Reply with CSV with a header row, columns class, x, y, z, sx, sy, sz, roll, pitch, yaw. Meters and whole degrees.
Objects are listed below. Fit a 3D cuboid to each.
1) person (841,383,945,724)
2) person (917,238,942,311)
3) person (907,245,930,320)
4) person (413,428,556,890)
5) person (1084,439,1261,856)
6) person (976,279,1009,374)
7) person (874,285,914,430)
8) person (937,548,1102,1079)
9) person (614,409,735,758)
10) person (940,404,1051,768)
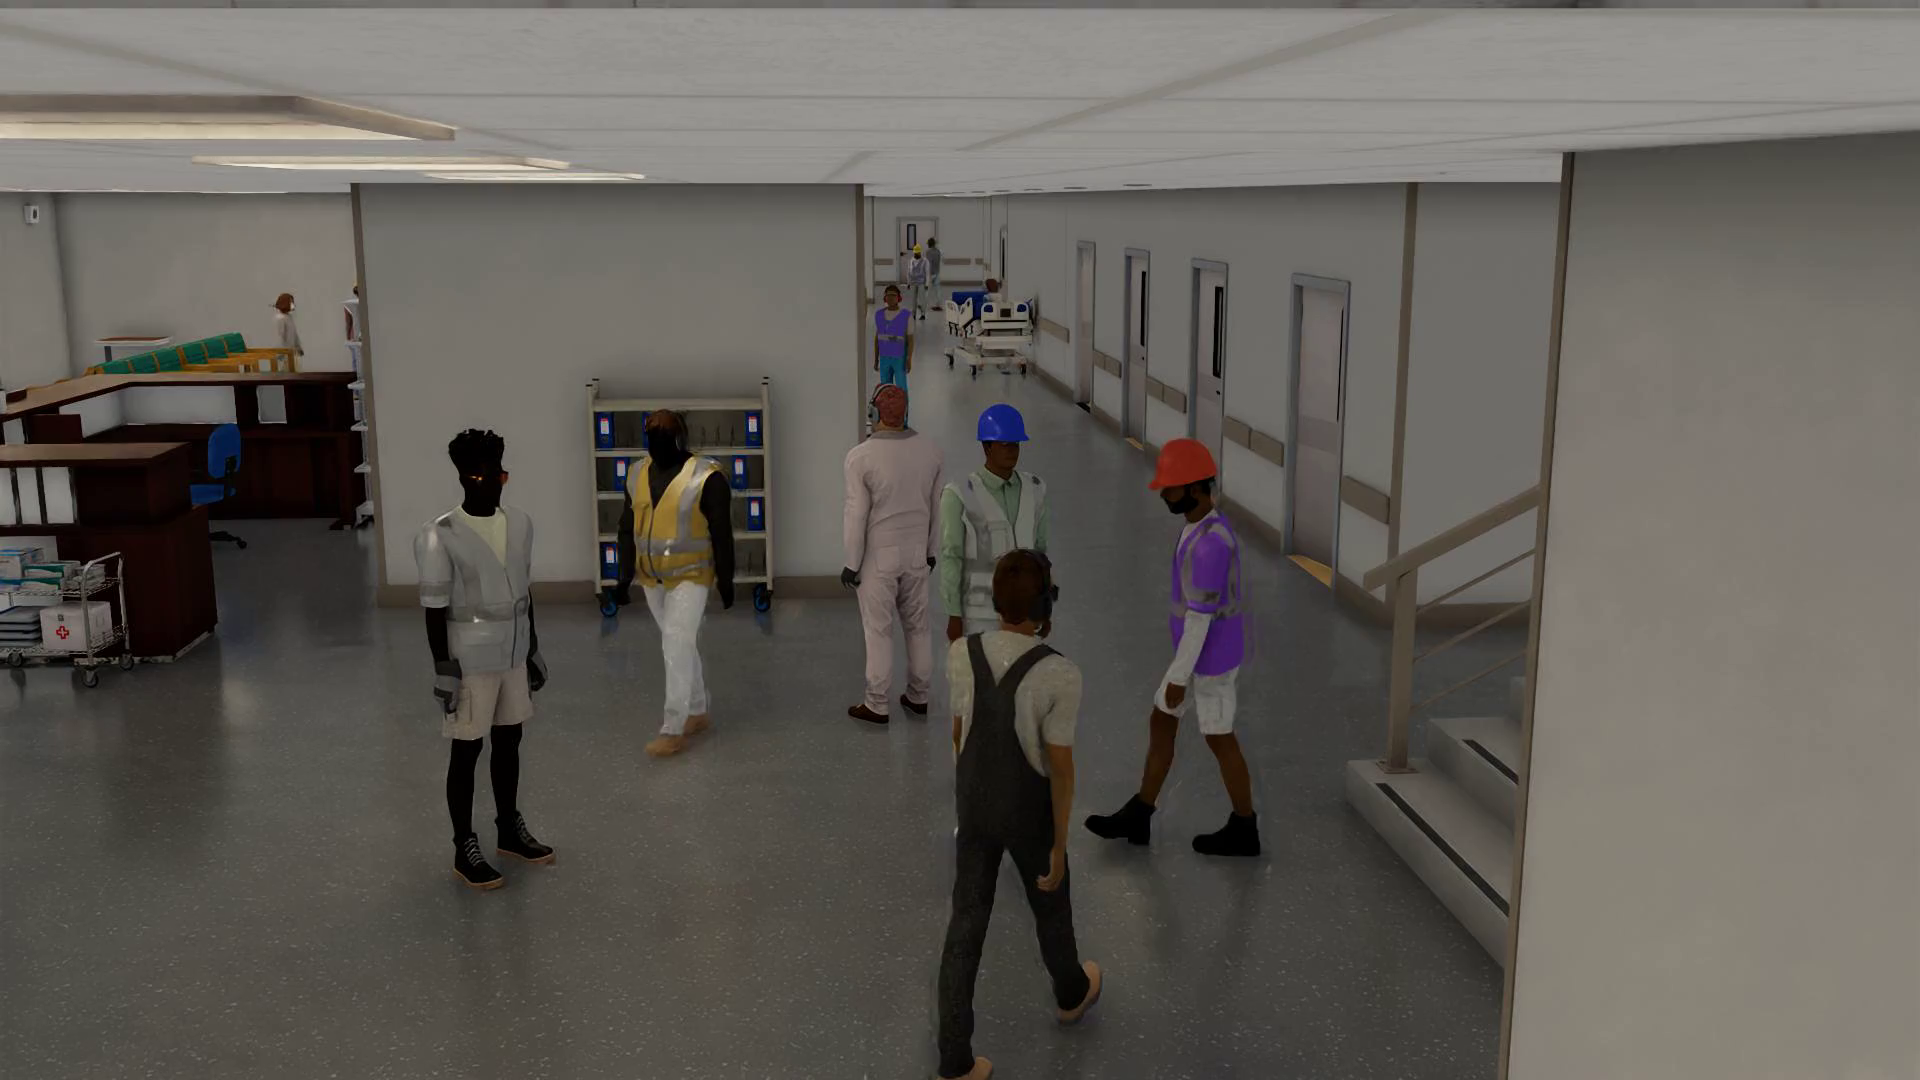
class,x,y,z,sx,sy,sz,roll,pitch,yaw
person,-0.399,0.074,9.329,0.642,1.908,0.410,-9,14,-37
person,-0.833,-7.042,44.088,0.898,1.907,0.661,7,14,32
person,-1.031,-6.296,40.674,0.590,1.824,0.403,5,13,24
person,-2.024,0.493,7.135,0.367,1.966,0.607,7,13,29
person,0.942,0.499,7.279,0.906,1.891,0.566,0,12,1
person,0.546,-3.622,28.161,0.513,1.580,0.884,-9,14,-37
person,-0.835,-2.287,21.007,0.566,1.849,0.387,7,13,29
person,0.196,0.903,5.553,0.511,1.794,0.970,6,13,26
person,-1.584,0.225,8.801,0.650,1.815,0.799,7,13,30
person,0.178,0.312,8.057,0.605,1.951,0.381,-7,14,-32
